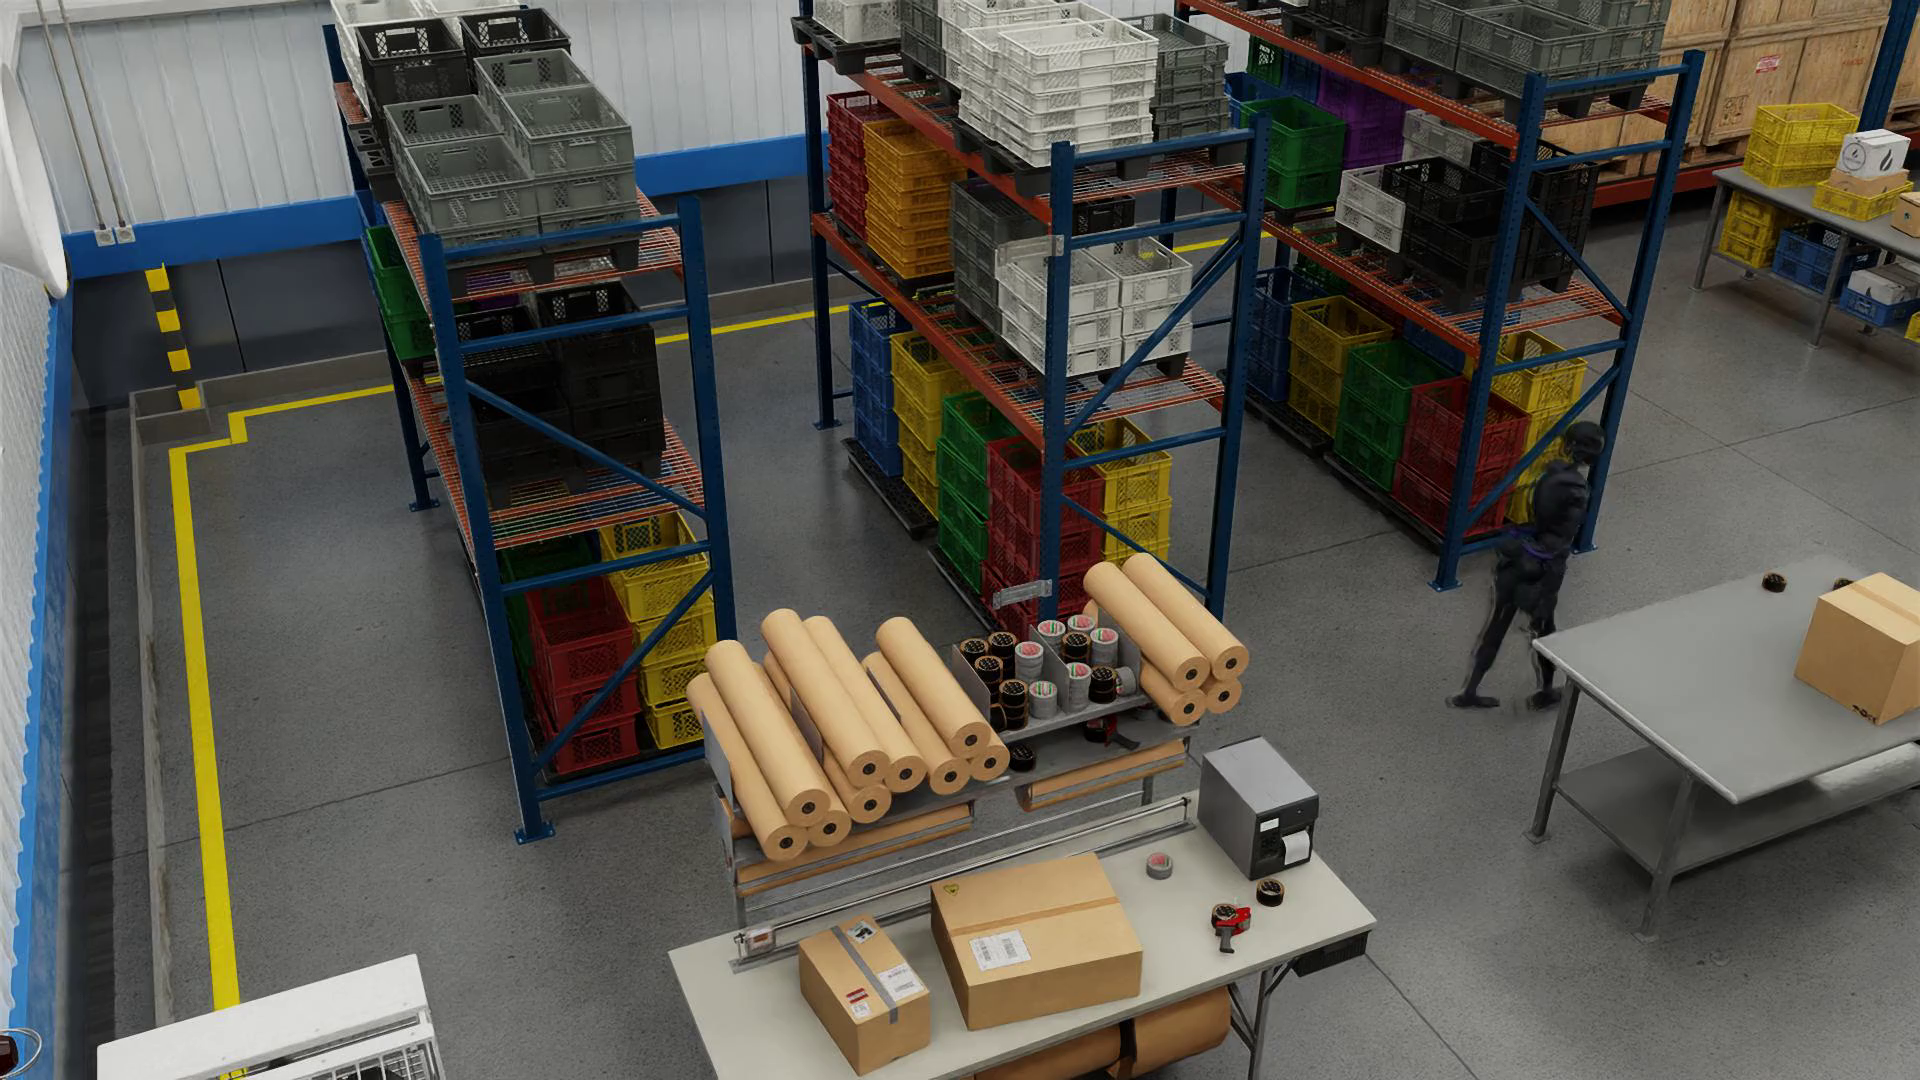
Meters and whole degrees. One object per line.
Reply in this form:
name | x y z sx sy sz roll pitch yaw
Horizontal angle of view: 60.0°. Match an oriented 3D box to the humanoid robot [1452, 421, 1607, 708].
humanoid robot | 2.924 0.159 8.410 0.718 1.609 0.547 -5 32 -8
